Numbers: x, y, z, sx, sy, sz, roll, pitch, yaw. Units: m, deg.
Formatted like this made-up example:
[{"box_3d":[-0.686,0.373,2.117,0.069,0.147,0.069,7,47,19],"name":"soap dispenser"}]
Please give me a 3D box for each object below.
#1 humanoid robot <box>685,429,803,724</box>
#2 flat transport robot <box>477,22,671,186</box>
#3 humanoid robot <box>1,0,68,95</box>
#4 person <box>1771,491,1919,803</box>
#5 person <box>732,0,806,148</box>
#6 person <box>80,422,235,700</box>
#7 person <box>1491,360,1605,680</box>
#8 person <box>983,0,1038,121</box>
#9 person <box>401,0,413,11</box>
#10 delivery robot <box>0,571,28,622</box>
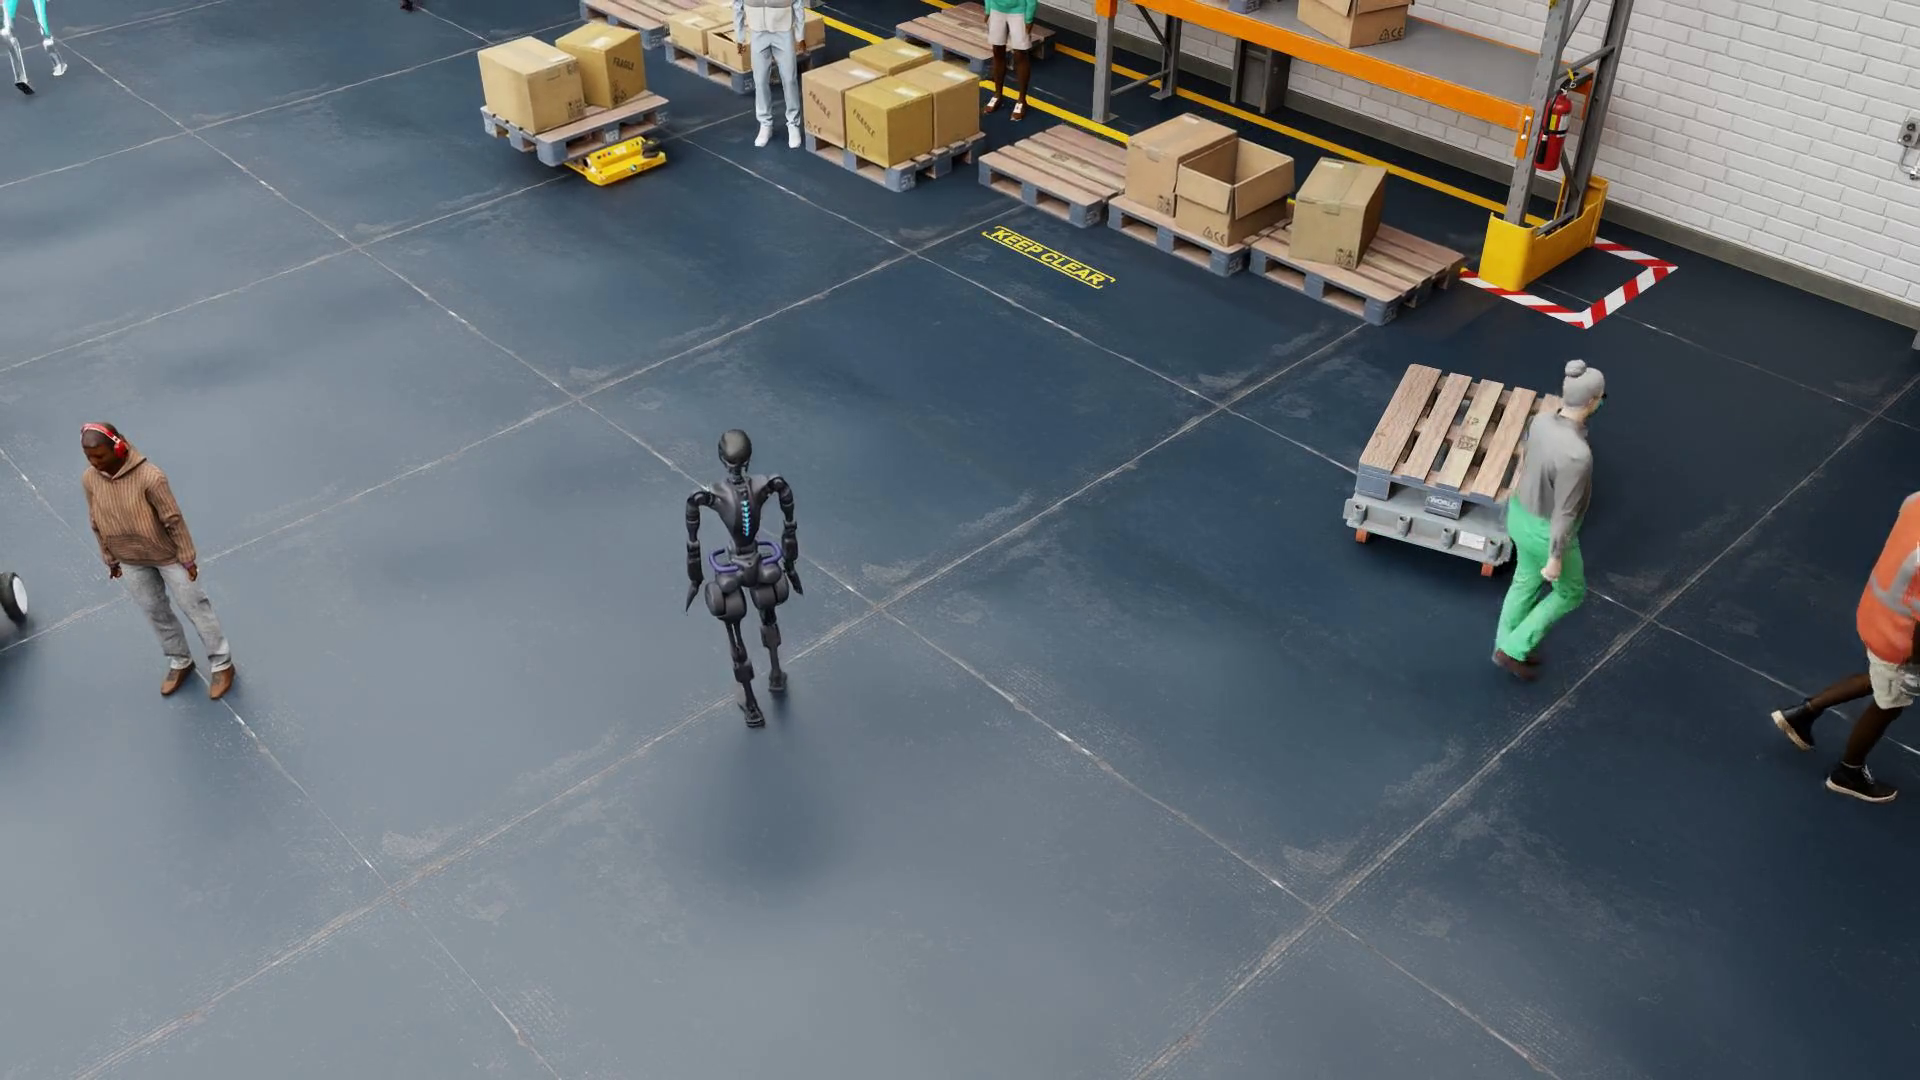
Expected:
[{"box_3d":[-1.065,0.170,8.139,0.588,1.650,0.406,-14,39,-17],"name":"humanoid robot"},{"box_3d":[-3.178,-3.362,13.984,1.431,0.231,0.659,31,47,34],"name":"flat transport robot"},{"box_3d":[-8.392,-4.834,14.735,0.536,1.772,0.973,-6,37,-8],"name":"humanoid robot"},{"box_3d":[4.288,0.398,7.609,0.498,1.949,0.612,10,38,14],"name":"person"},{"box_3d":[-1.569,-4.192,13.728,0.595,1.908,0.408,1,37,1],"name":"person"},{"box_3d":[-4.017,0.086,8.278,0.474,1.641,0.337,2,37,3],"name":"person"},{"box_3d":[2.979,-0.074,8.334,0.413,1.830,0.560,-4,37,-5],"name":"person"},{"box_3d":[0.441,-4.544,14.245,0.500,1.843,0.407,19,41,23],"name":"person"},{"box_3d":[-5.667,-6.180,16.497,0.571,1.735,0.934,-2,37,-2],"name":"person"},{"box_3d":[-5.301,0.373,8.804,0.499,0.597,0.779,-11,39,-15],"name":"delivery robot"}]
